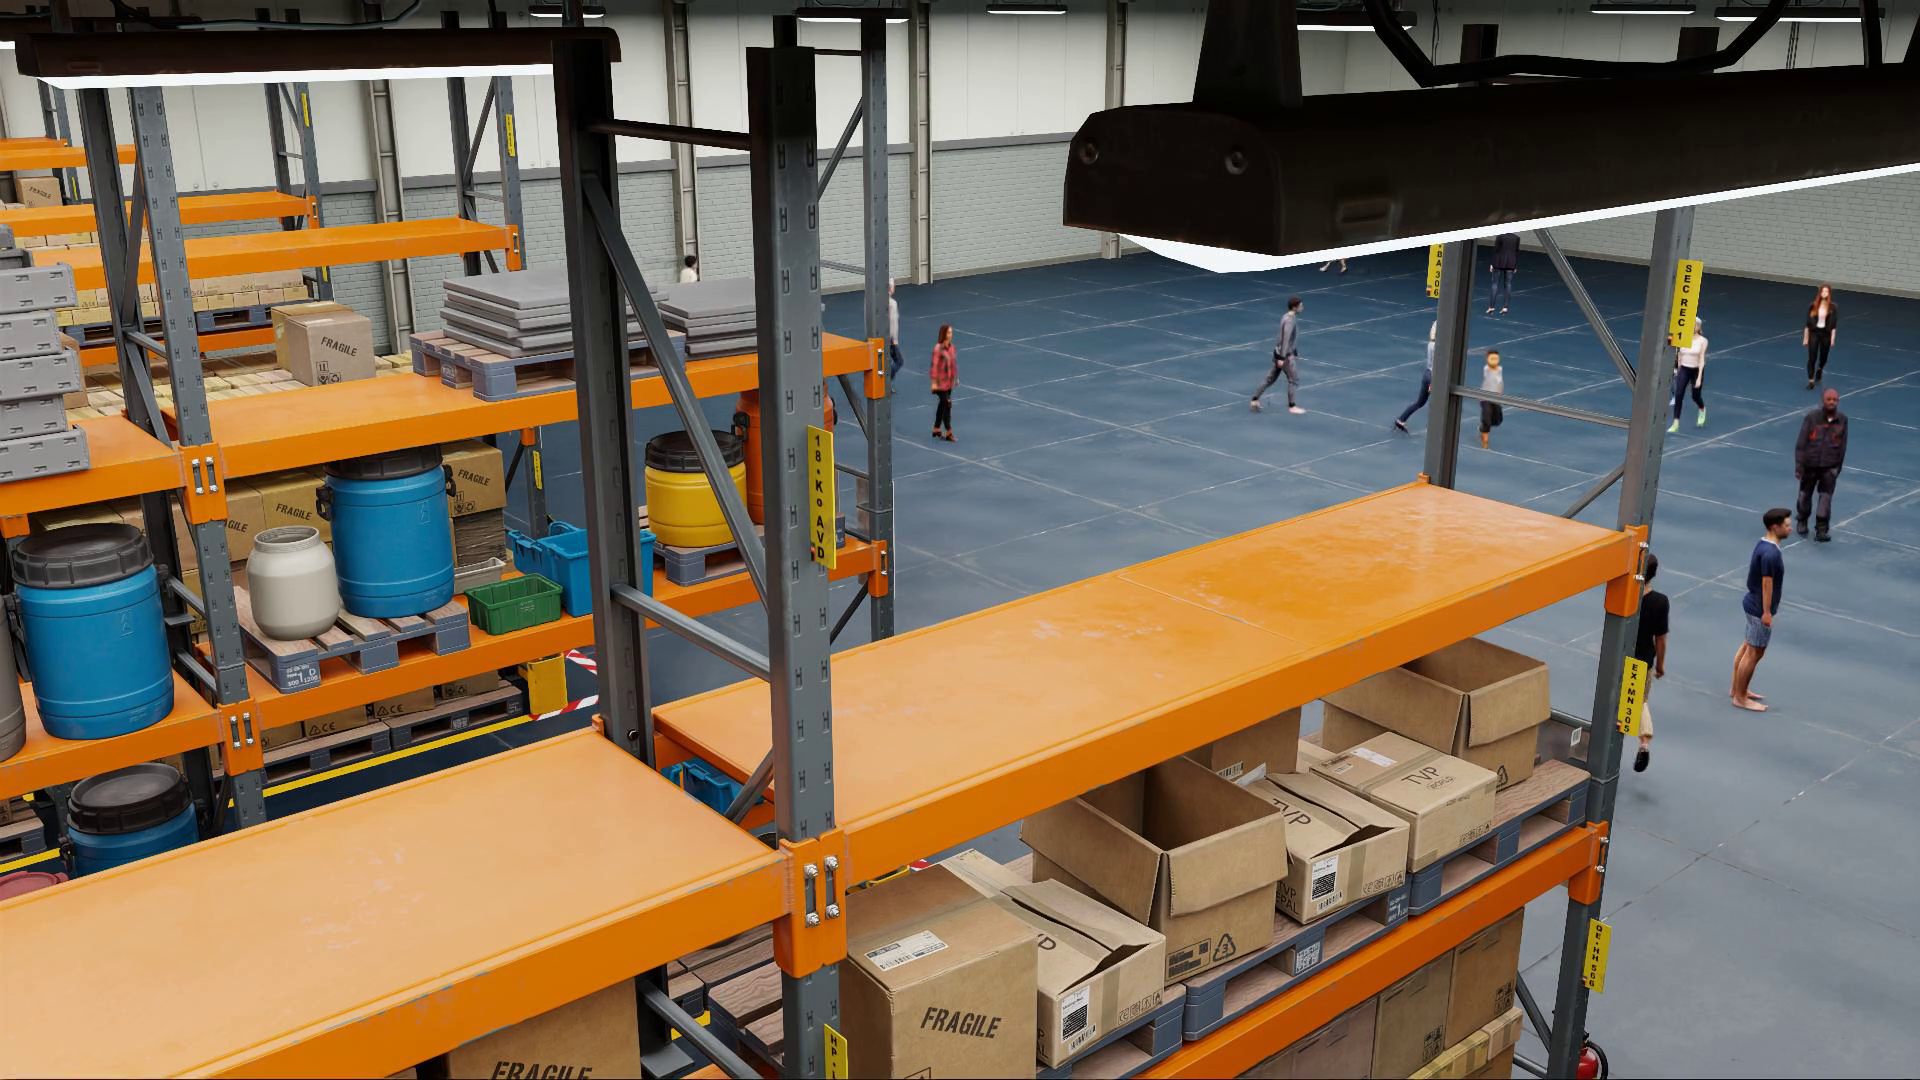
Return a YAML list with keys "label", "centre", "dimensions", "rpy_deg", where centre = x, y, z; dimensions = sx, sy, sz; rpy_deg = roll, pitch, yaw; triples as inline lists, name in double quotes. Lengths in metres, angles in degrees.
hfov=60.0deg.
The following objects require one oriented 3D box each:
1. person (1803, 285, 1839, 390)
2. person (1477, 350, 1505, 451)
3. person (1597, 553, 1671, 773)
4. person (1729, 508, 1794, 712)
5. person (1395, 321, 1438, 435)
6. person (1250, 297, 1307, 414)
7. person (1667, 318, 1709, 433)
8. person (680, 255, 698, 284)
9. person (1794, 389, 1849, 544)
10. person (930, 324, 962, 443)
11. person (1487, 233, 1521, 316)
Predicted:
- label: "person"
  centre: [14.038, -3.325, 27.141]
  dimensions: [0.772, 1.699, 0.935]
  rpy_deg: [11, 21, 30]
- label: "person"
  centre: [7.532, -2.054, 23.655]
  dimensions: [0.839, 1.441, 0.876]
  rpy_deg: [0, 18, -1]
- label: "person"
  centre: [5.487, 1.037, 13.527]
  dimensions: [1.008, 1.834, 1.091]
  rpy_deg: [3, 18, 8]
- label: "person"
  centre: [7.156, 0.595, 14.868]
  dimensions: [0.762, 1.846, 0.646]
  rpy_deg: [6, 19, 19]
- label: "person"
  centre: [6.741, -2.306, 24.036]
  dimensions: [1.139, 1.685, 1.037]
  rpy_deg: [0, 18, 1]
- label: "person"
  centre: [4.862, -2.803, 25.393]
  dimensions: [1.203, 1.789, 1.117]
  rpy_deg: [-1, 18, -4]
- label: "person"
  centre: [10.766, -2.417, 24.390]
  dimensions: [1.101, 1.675, 0.635]
  rpy_deg: [-16, 24, -40]
- label: "person"
  centre: [-5.133, -4.464, 30.885]
  dimensions: [0.997, 1.545, 0.611]
  rpy_deg: [-14, 23, -36]
- label: "person"
  centre: [10.069, -0.897, 19.548]
  dimensions: [1.141, 1.784, 1.316]
  rpy_deg: [5, 19, 15]
- label: "person"
  centre: [-0.299, -2.267, 23.917]
  dimensions: [0.783, 1.683, 0.776]
  rpy_deg: [14, 22, 36]
- label: "person"
  centre: [9.884, -5.000, 30.314]
  dimensions: [0.822, 1.782, 0.788]
  rpy_deg: [2, 18, 6]
